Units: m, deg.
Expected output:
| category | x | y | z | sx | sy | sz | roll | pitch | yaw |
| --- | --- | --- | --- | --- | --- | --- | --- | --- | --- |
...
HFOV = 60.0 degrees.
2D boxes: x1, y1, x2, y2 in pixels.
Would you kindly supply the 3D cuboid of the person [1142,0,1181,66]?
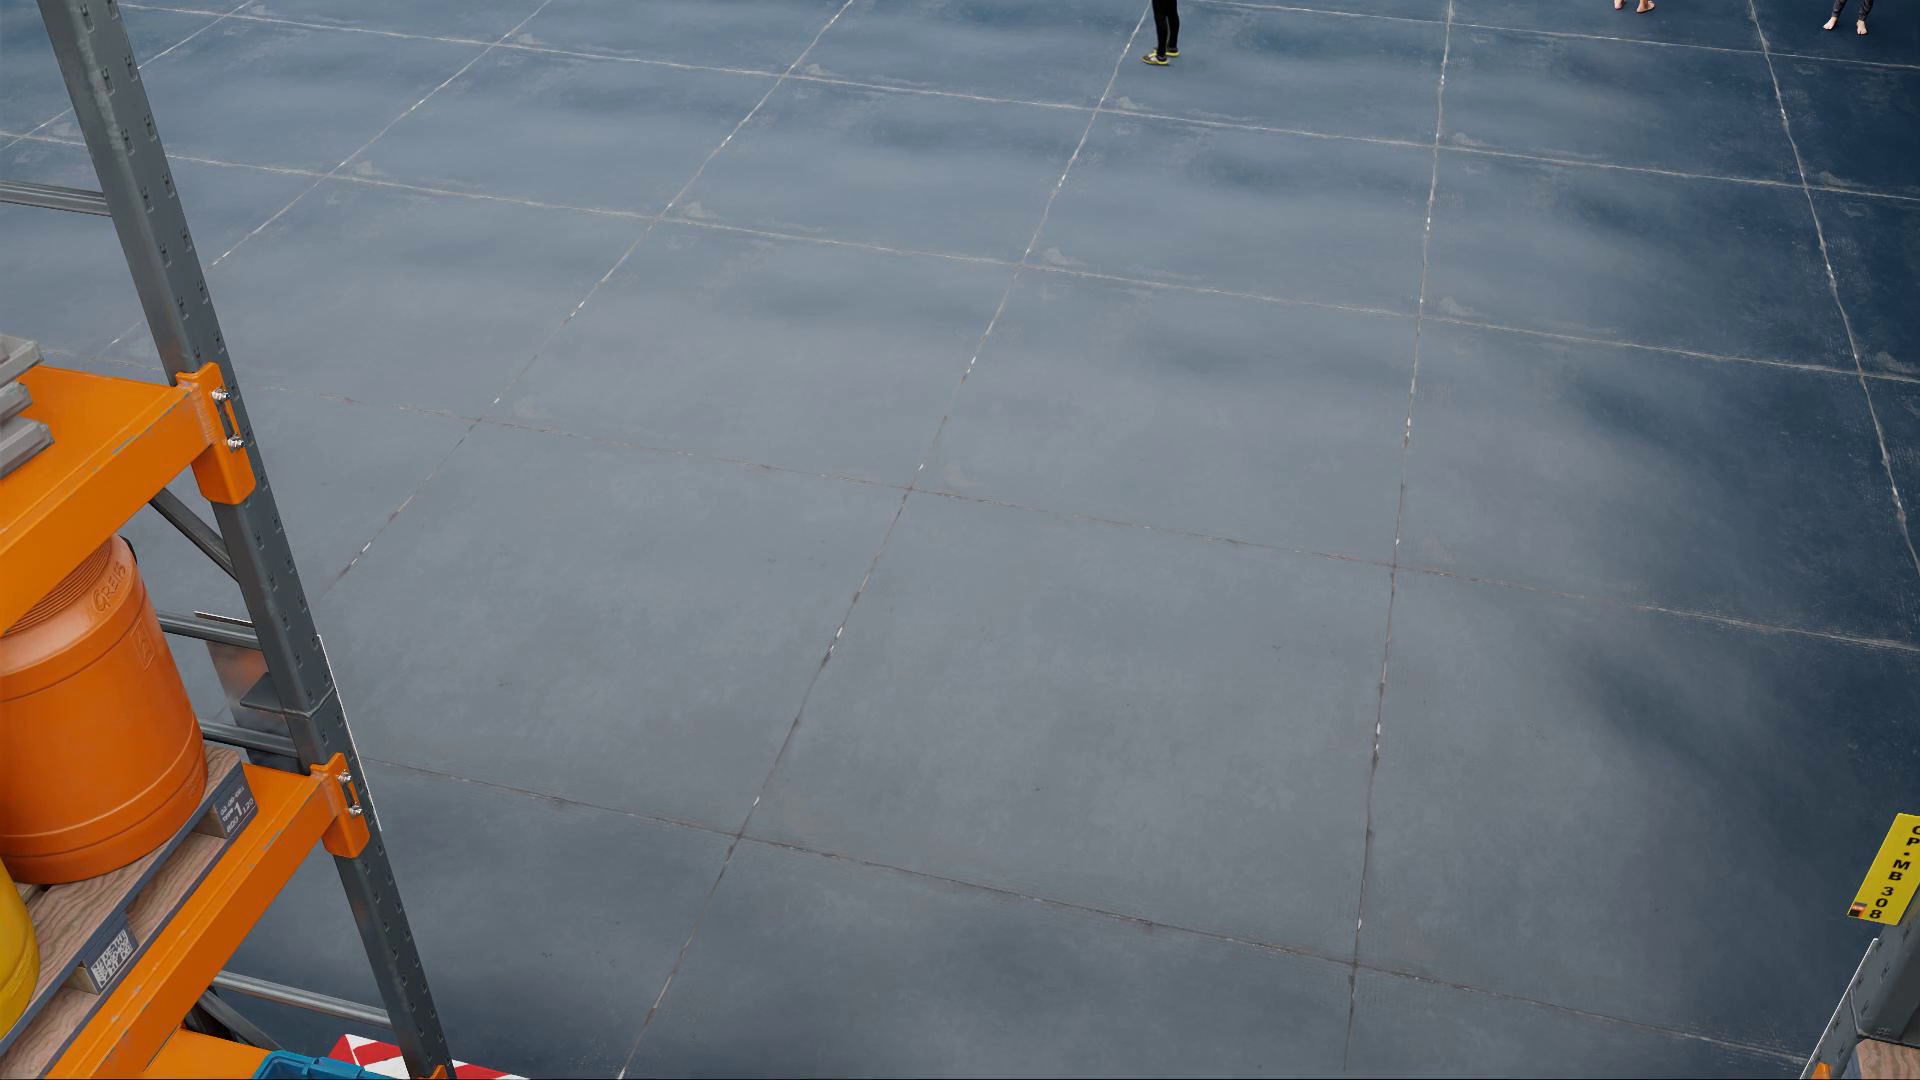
| category | x | y | z | sx | sy | sz | roll | pitch | yaw |
| --- | --- | --- | --- | --- | --- | --- | --- | --- | --- |
| person | 1.944 | -5.249 | 15.522 | 0.647 | 1.551 | 0.521 | 20 | 42 | 24 |
